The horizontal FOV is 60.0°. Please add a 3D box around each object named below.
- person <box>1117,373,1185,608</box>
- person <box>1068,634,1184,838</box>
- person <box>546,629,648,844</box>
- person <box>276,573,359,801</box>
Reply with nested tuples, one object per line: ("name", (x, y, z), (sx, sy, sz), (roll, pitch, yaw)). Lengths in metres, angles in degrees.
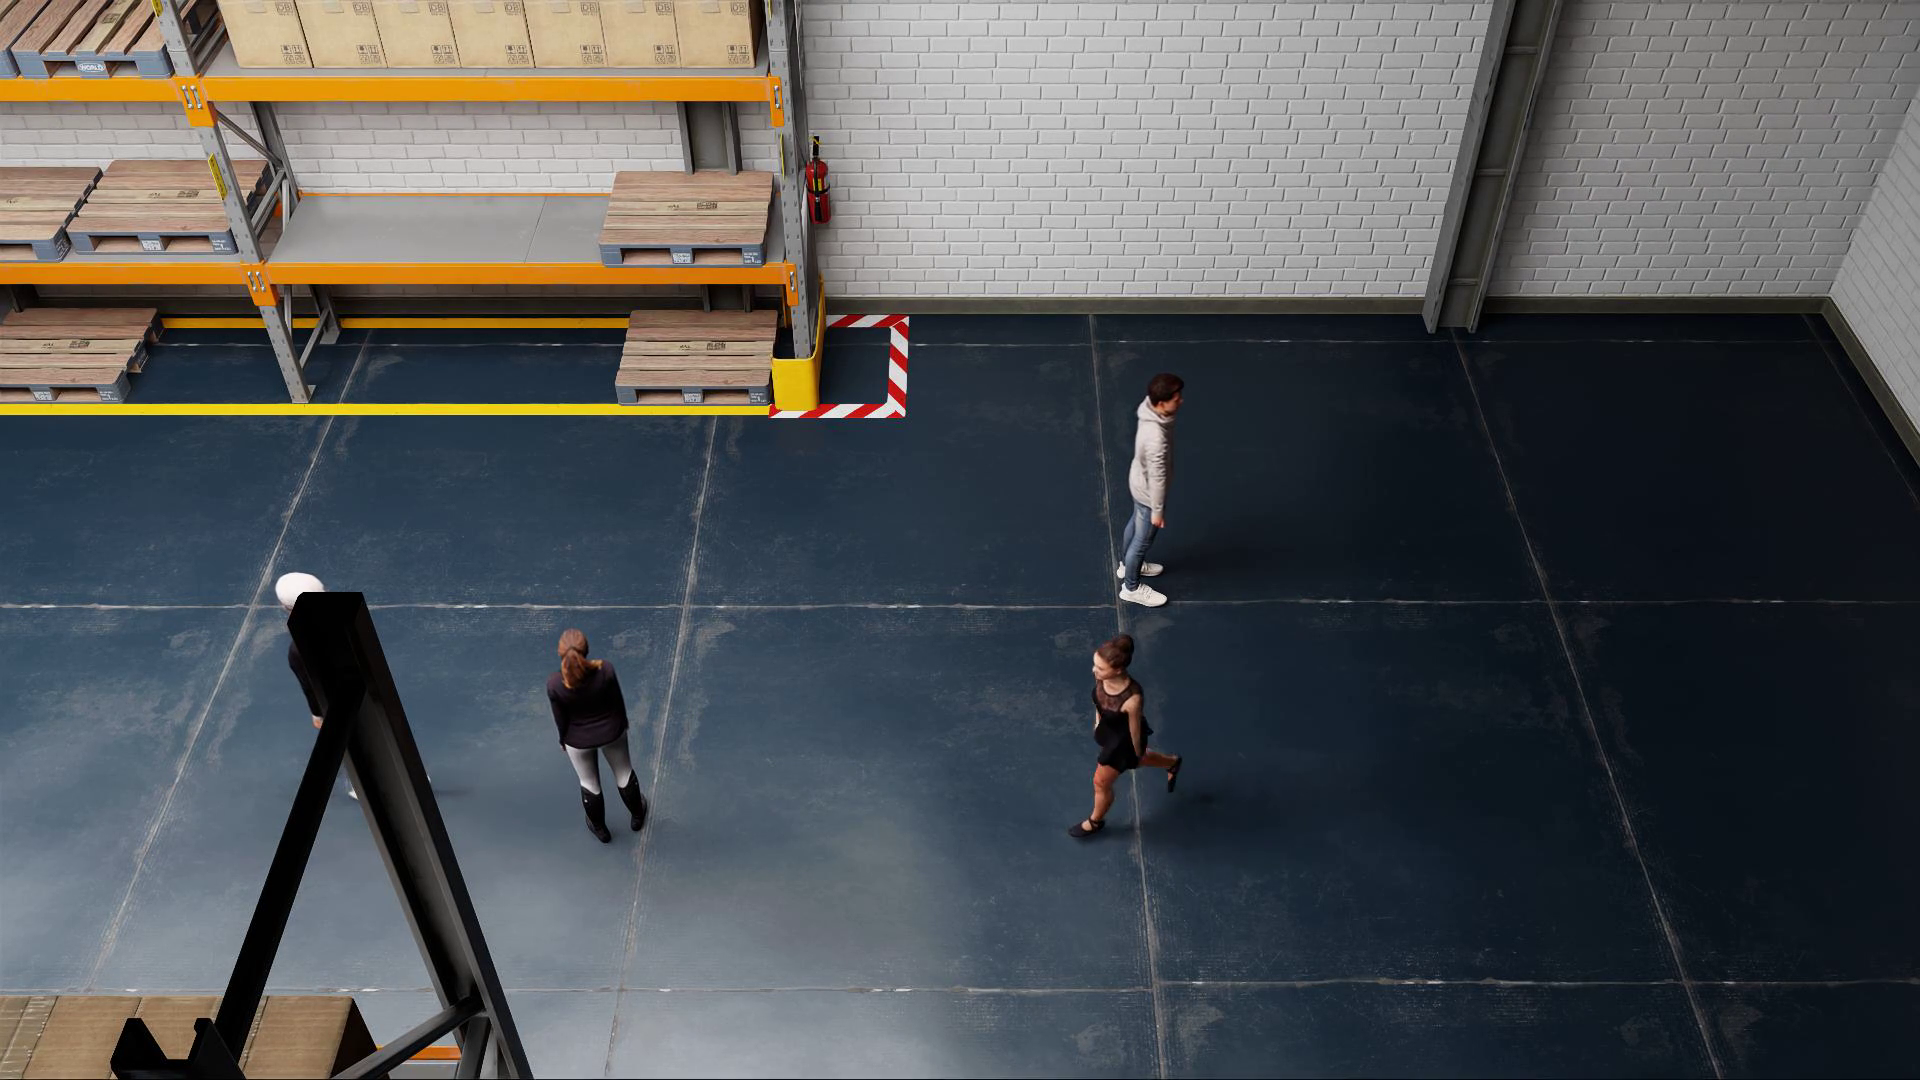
("person", (1.256, -0.366, 11.040), (0.562, 1.851, 0.675), (2, 44, 2))
("person", (1.017, 1.113, 9.639), (1.100, 1.642, 0.857), (-18, 47, -18))
("person", (-2.099, 1.124, 9.566), (0.598, 1.729, 0.706), (-15, 46, -15))
("person", (-3.373, 0.777, 9.115), (0.666, 1.779, 0.768), (9, 44, 9))
